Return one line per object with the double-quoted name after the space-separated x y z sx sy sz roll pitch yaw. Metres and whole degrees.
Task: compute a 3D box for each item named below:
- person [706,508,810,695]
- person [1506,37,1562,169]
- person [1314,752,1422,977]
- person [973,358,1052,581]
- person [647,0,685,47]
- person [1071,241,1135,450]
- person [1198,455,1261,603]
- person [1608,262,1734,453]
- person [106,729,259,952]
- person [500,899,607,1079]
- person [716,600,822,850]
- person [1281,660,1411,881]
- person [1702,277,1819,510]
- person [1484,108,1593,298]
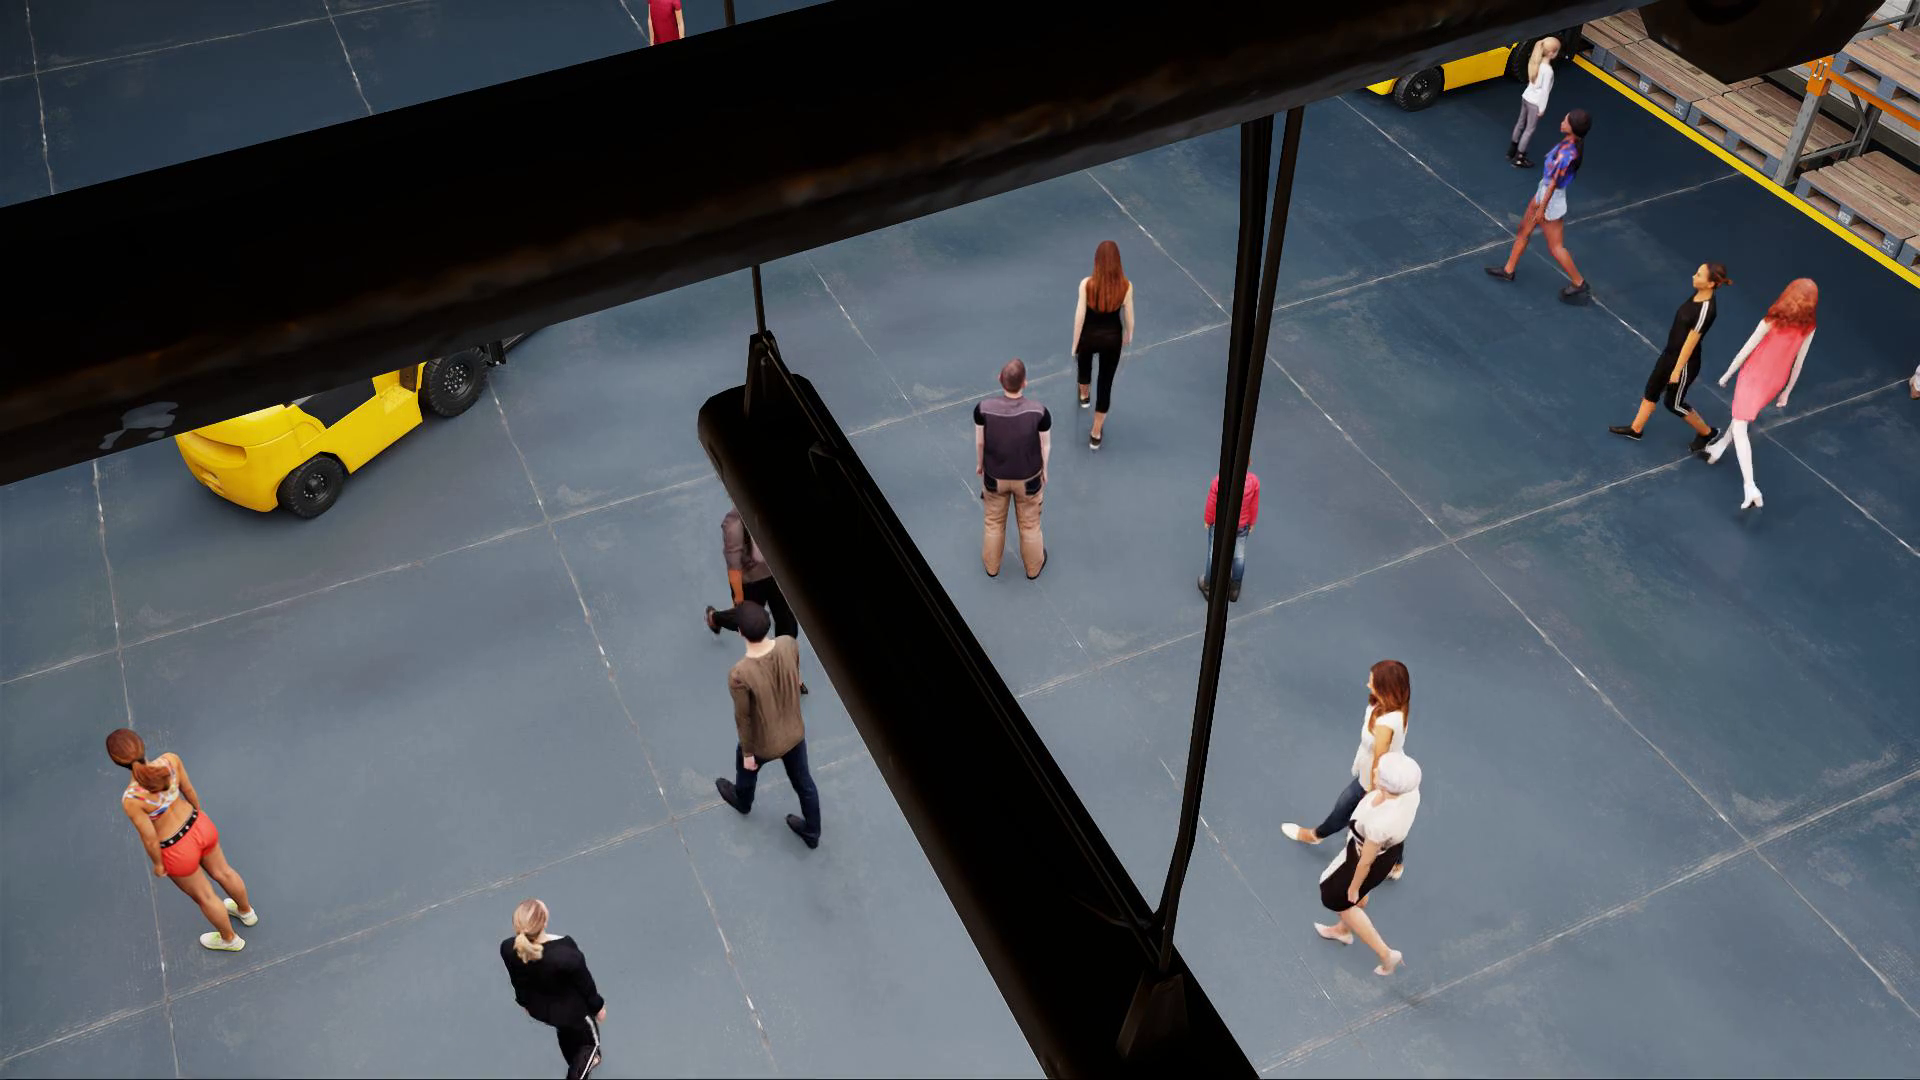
-1.345 0.221 10.667 0.906 1.806 1.201 -34 53 -31 "person"
5.376 -4.124 15.612 0.588 1.277 0.491 -7 44 -7 "person"
2.308 1.796 9.060 0.941 1.742 0.823 30 51 28 "person"
0.353 -0.472 11.369 0.781 1.841 0.796 7 44 7 "person"
-2.836 -4.869 16.191 0.680 1.556 0.740 13 45 14 "person"
1.046 -1.425 12.472 0.917 1.700 1.091 3 44 3 "person"
1.851 -0.110 11.371 0.577 1.314 0.597 1 44 1 "person"
5.464 -1.335 12.414 1.031 1.648 1.011 11 45 11 "person"
-4.279 1.660 9.169 0.706 1.789 0.644 13 45 14 "person"
-2.047 2.433 8.428 0.915 1.692 0.997 10 45 10 "person"
-1.032 1.161 9.647 1.111 1.851 0.914 34 53 30 "person"
2.490 1.356 9.519 1.098 1.746 1.015 17 46 17 "person"
5.794 -1.038 11.999 0.852 1.791 1.216 -5 44 -5 "person"
5.025 -2.775 13.884 1.175 1.706 1.040 19 47 18 "person"
